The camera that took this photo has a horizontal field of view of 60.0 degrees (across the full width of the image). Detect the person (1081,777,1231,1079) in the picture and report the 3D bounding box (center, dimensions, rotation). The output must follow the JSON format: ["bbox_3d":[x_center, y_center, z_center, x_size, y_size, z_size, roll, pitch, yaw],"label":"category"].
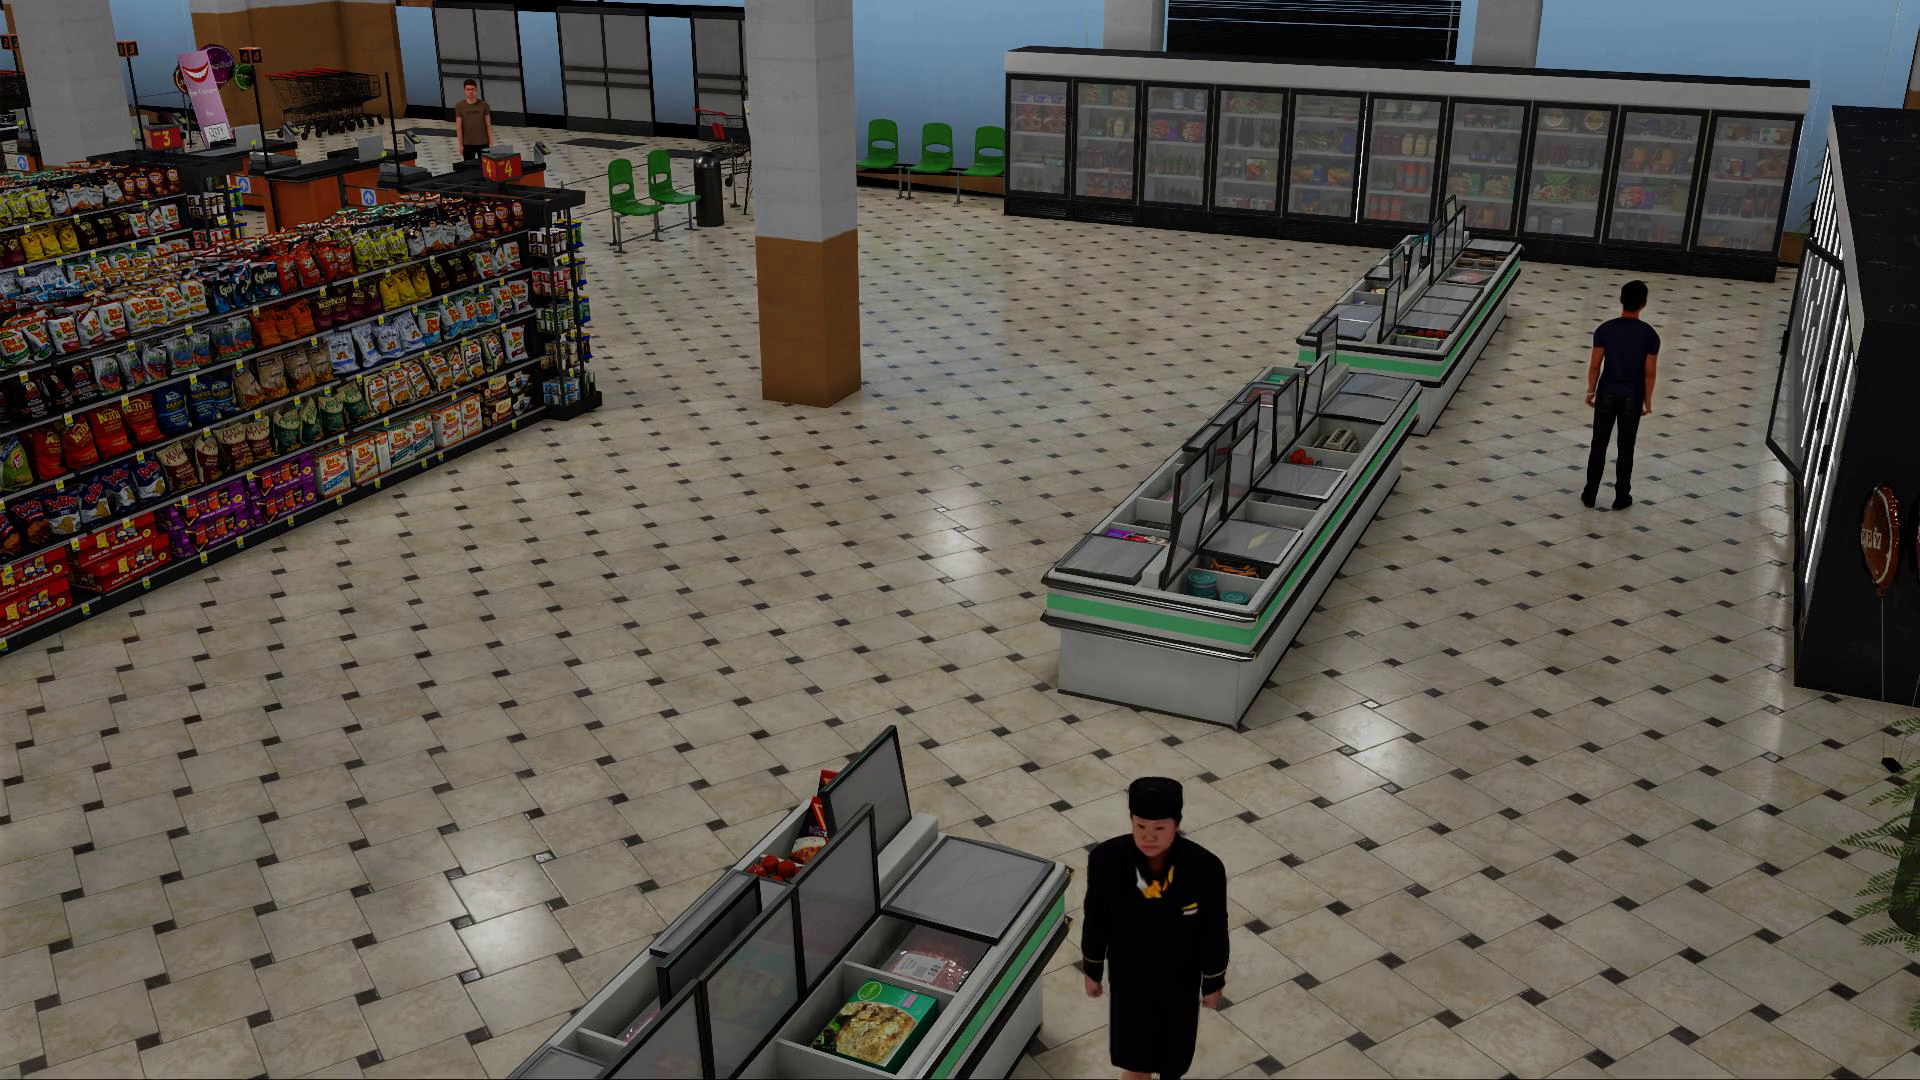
[{"bbox_3d":[0.741,1.608,6.199,0.793,1.659,0.929,6,23,14],"label":"person"}]

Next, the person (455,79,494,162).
[{"bbox_3d":[-7.114,-5.818,24.421,0.730,1.851,0.803,-9,24,-21],"label":"person"}]

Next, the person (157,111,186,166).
[{"bbox_3d":[-10.174,-4.645,21.577,0.618,1.796,0.514,9,24,22],"label":"person"}]

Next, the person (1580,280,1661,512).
[{"bbox_3d":[5.063,-1.106,12.771,0.634,1.793,0.505,10,24,23],"label":"person"}]
